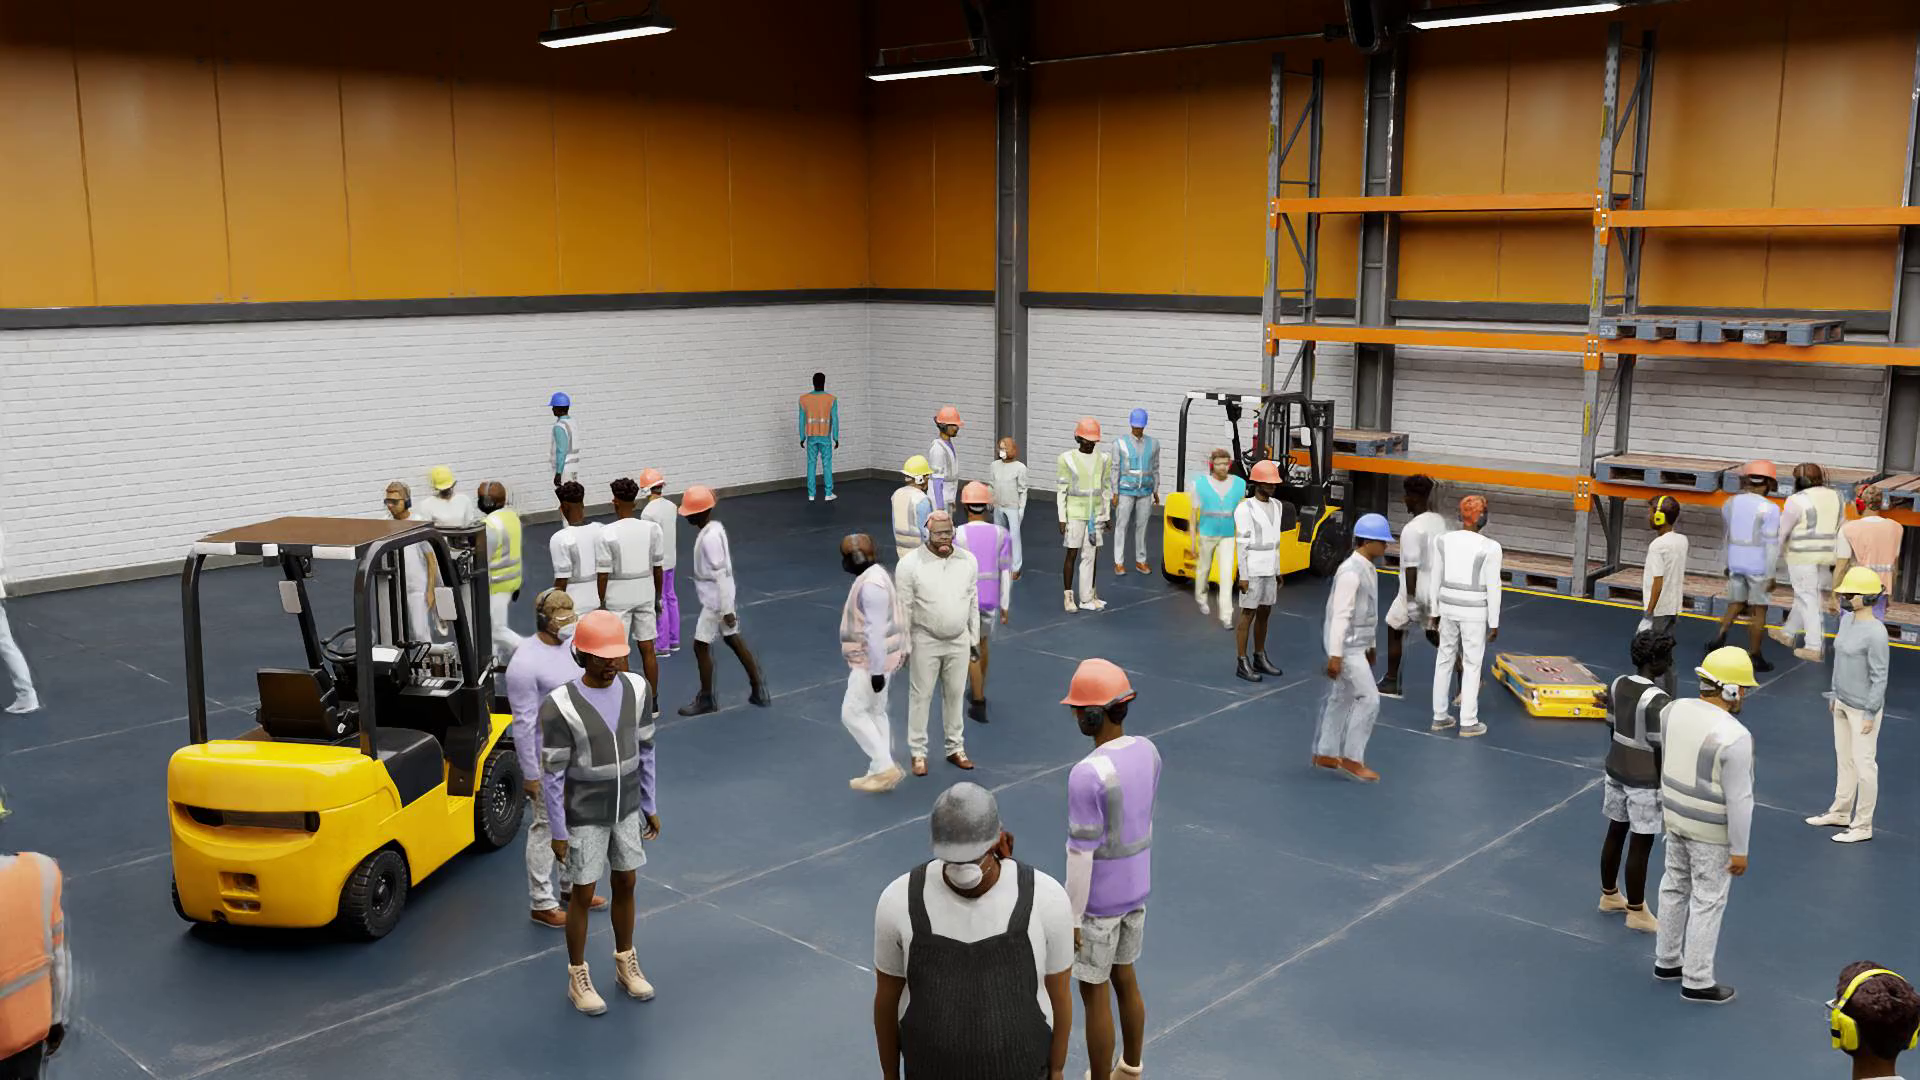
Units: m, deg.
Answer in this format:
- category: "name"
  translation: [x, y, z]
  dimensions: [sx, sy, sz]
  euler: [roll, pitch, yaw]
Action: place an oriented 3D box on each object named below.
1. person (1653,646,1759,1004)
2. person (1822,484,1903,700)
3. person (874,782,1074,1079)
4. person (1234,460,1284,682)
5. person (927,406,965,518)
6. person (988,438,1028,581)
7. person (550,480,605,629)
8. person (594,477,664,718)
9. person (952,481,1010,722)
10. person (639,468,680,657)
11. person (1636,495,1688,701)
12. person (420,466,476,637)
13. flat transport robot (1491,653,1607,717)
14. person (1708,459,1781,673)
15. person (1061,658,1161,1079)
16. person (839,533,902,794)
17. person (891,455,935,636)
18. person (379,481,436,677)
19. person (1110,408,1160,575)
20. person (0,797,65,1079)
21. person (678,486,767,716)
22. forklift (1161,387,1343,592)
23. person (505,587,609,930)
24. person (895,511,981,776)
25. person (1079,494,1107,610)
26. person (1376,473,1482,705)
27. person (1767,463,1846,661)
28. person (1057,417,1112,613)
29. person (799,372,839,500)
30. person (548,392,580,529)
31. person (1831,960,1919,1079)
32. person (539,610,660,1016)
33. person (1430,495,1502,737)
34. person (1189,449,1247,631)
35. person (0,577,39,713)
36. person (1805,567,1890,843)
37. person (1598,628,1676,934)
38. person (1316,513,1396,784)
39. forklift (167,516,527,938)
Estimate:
- category: "person"
  translation: [3.730, 1.419, 8.311]
  dimensions: [0.403, 1.817, 0.605]
  euler: [-2, 10, -14]
- category: "person"
  translation: [7.463, 0.459, 13.719]
  dimensions: [0.563, 1.836, 0.383]
  euler: [-2, 10, -9]
- category: "person"
  translation: [0.040, 1.774, 5.645]
  dimensions: [0.686, 2.000, 0.536]
  euler: [1, 10, 4]
- category: "person"
  translation: [2.640, 0.261, 14.551]
  dimensions: [0.547, 1.938, 0.359]
  euler: [-9, 13, -41]
- category: "person"
  translation: [-0.151, -0.464, 18.431]
  dimensions: [0.411, 2.035, 0.601]
  euler: [2, 10, 10]
- category: "person"
  translation: [0.532, -0.354, 18.914]
  dimensions: [0.498, 1.634, 0.278]
  euler: [7, 12, 34]
- category: "person"
  translation: [-2.997, 0.505, 13.101]
  dimensions: [0.381, 1.958, 0.603]
  euler: [6, 12, 32]
- category: "person"
  translation: [-2.641, 0.476, 13.242]
  dimensions: [0.617, 1.964, 0.361]
  euler: [-8, 13, -38]
- category: "person"
  translation: [0.071, 0.471, 13.460]
  dimensions: [0.547, 1.907, 0.842]
  euler: [-4, 11, -24]
- category: "person"
  translation: [-2.813, 0.205, 15.399]
  dimensions: [0.339, 1.747, 0.568]
  euler: [3, 10, 15]
- category: "person"
  translation: [5.445, 0.576, 12.961]
  dimensions: [0.535, 1.865, 0.312]
  euler: [-9, 13, -42]
- category: "person"
  translation: [-4.855, 0.131, 15.848]
  dimensions: [0.458, 1.731, 0.604]
  euler: [8, 13, 40]
- category: "flat transport robot"
  translation: [4.962, 1.202, 13.938]
  dimensions: [0.652, 0.197, 1.431]
  euler: [1, 10, 4]
- category: "person"
  translation: [6.985, 0.232, 14.780]
  dimensions: [0.555, 1.911, 0.577]
  euler: [-5, 11, -26]
- category: "person"
  translation: [0.613, 1.511, 7.179]
  dimensions: [0.411, 2.032, 0.611]
  euler: [7, 12, 35]
- category: "person"
  translation: [-0.620, 0.852, 11.531]
  dimensions: [0.430, 1.818, 0.646]
  euler: [0, 10, -1]
- category: "person"
  translation: [-0.402, 0.115, 15.680]
  dimensions: [0.403, 1.833, 0.586]
  euler: [-7, 12, -33]
- category: "person"
  translation: [-4.648, 0.415, 13.936]
  dimensions: [0.515, 1.843, 0.326]
  euler: [1, 10, 8]
- category: "person"
  translation: [2.034, -0.562, 19.237]
  dimensions: [0.605, 1.937, 0.412]
  euler: [-3, 10, -15]
- category: "person"
  translation: [-3.475, 1.771, 6.013]
  dimensions: [0.513, 1.909, 0.611]
  euler: [4, 11, 22]
- category: "person"
  translation: [-1.936, 0.480, 13.479]
  dimensions: [0.725, 1.905, 0.576]
  euler: [-1, 10, -5]
- category: "forklift"
  translation: [3.298, -0.608, 18.767]
  dimensions: [1.214, 2.155, 2.313]
  euler: [9, 13, 42]
- category: "person"
  translation: [-2.247, 1.202, 9.243]
  dimensions: [0.377, 1.927, 0.635]
  euler: [4, 11, 21]
- category: "person"
  translation: [-0.141, 0.732, 11.957]
  dimensions: [0.651, 1.907, 0.409]
  euler: [-4, 11, -23]
- category: "person"
  translation: [1.379, -0.088, 17.412]
  dimensions: [0.314, 1.632, 0.519]
  euler: [2, 10, 10]
- category: "person"
  translation: [3.875, 0.412, 13.751]
  dimensions: [0.586, 1.926, 0.922]
  euler: [-8, 13, -39]
- category: "person"
  translation: [7.774, 0.174, 15.449]
  dimensions: [0.620, 1.795, 0.872]
  euler: [-4, 11, -22]
- category: "person"
  translation: [1.302, -0.259, 17.235]
  dimensions: [0.606, 2.037, 0.382]
  euler: [-4, 11, -21]
- category: "person"
  translation: [-2.112, -1.546, 24.894]
  dimensions: [0.597, 1.916, 0.372]
  euler: [1, 10, 7]
- category: "person"
  translation: [-5.033, -0.908, 21.177]
  dimensions: [0.389, 1.947, 0.614]
  euler: [1, 10, 4]
- category: "person"
  translation: [2.432, 2.060, 4.544]
  dimensions: [0.512, 1.861, 0.325]
  euler: [-2, 10, -11]
- category: "person"
  translation: [-1.748, 1.334, 8.193]
  dimensions: [0.601, 2.035, 0.417]
  euler: [-9, 14, -42]
- category: "person"
  translation: [3.912, 0.585, 12.900]
  dimensions: [0.581, 1.877, 0.350]
  euler: [10, 14, 43]
- category: "person"
  translation: [2.576, -0.054, 16.774]
  dimensions: [0.575, 1.797, 0.991]
  euler: [-1, 10, -4]
- category: "person"
  translation: [-7.965, 0.499, 13.417]
  dimensions: [1.023, 1.868, 0.590]
  euler: [2, 10, 9]
- category: "person"
  translation: [5.683, 1.043, 10.584]
  dimensions: [0.329, 1.769, 0.526]
  euler: [1, 10, 3]
- category: "person"
  translation: [3.769, 1.319, 9.221]
  dimensions: [0.320, 1.693, 0.531]
  euler: [-2, 10, -9]
- category: "person"
  translation: [2.824, 0.761, 11.757]
  dimensions: [0.650, 1.915, 0.628]
  euler: [4, 11, 24]
- category: "forklift"
  translation: [-3.583, 0.976, 9.748]
  dimensions: [1.214, 2.155, 2.313]
  euler: [2, 10, 11]
